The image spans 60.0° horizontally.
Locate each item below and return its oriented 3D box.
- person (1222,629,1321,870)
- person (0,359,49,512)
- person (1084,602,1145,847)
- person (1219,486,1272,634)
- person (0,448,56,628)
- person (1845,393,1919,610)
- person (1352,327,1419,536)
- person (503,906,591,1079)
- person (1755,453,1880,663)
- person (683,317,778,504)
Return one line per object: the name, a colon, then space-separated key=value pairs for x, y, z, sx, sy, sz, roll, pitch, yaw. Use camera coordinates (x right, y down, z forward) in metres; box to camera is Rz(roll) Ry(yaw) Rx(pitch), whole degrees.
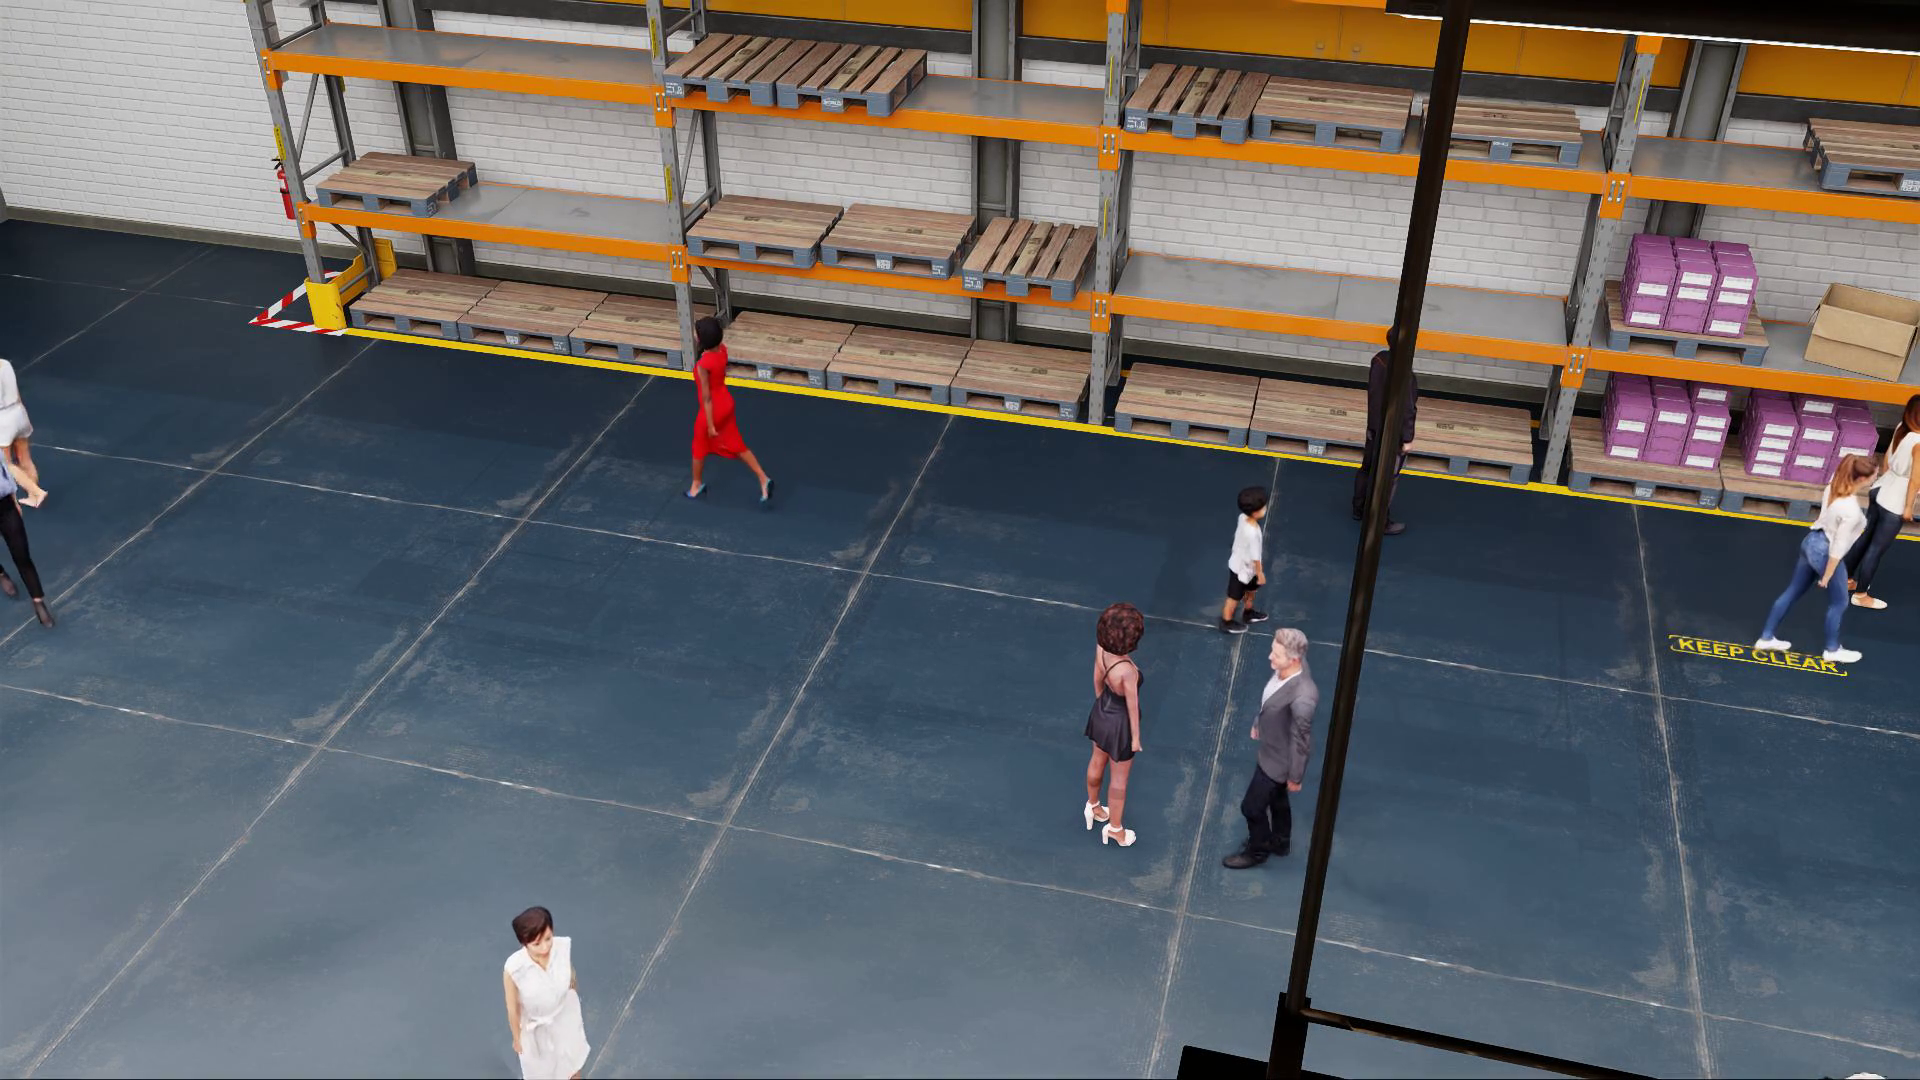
person: x=1.996 y=1.287 z=10.090 sx=0.805 sy=1.823 sz=0.858 roll=3 pitch=34 yaw=4
person: x=-7.762 y=-0.957 z=13.644 sx=0.719 sy=1.625 sz=0.649 roll=9 pitch=35 yaw=14
person: x=0.958 y=1.150 z=10.326 sx=0.715 sy=1.789 sz=0.656 roll=-18 pitch=38 yaw=-25
person: x=2.043 y=0.169 z=12.295 sx=0.678 sy=1.244 sz=0.576 roll=-1 pitch=34 yaw=-1
person: x=-7.268 y=-0.188 z=12.422 sx=1.238 sy=1.698 sz=1.037 roll=29 pitch=43 yaw=36
person: x=7.000 y=-0.311 z=12.528 sx=0.582 sy=1.784 sz=0.633 roll=2 pitch=34 yaw=3
person: x=3.436 y=-0.902 z=13.368 sx=0.811 sy=1.839 sz=0.794 roll=-13 pitch=36 yaw=-18
person: x=-2.167 y=2.449 z=8.594 sx=0.782 sy=1.543 sz=0.876 roll=-25 pitch=41 yaw=-32
person: x=6.101 y=0.136 z=11.939 sx=0.978 sy=1.693 sz=0.748 roll=1 pitch=34 yaw=2
person: x=-1.908 y=-1.006 z=13.646 sx=1.094 sy=1.705 sz=0.626 roll=11 pitch=35 yaw=16
